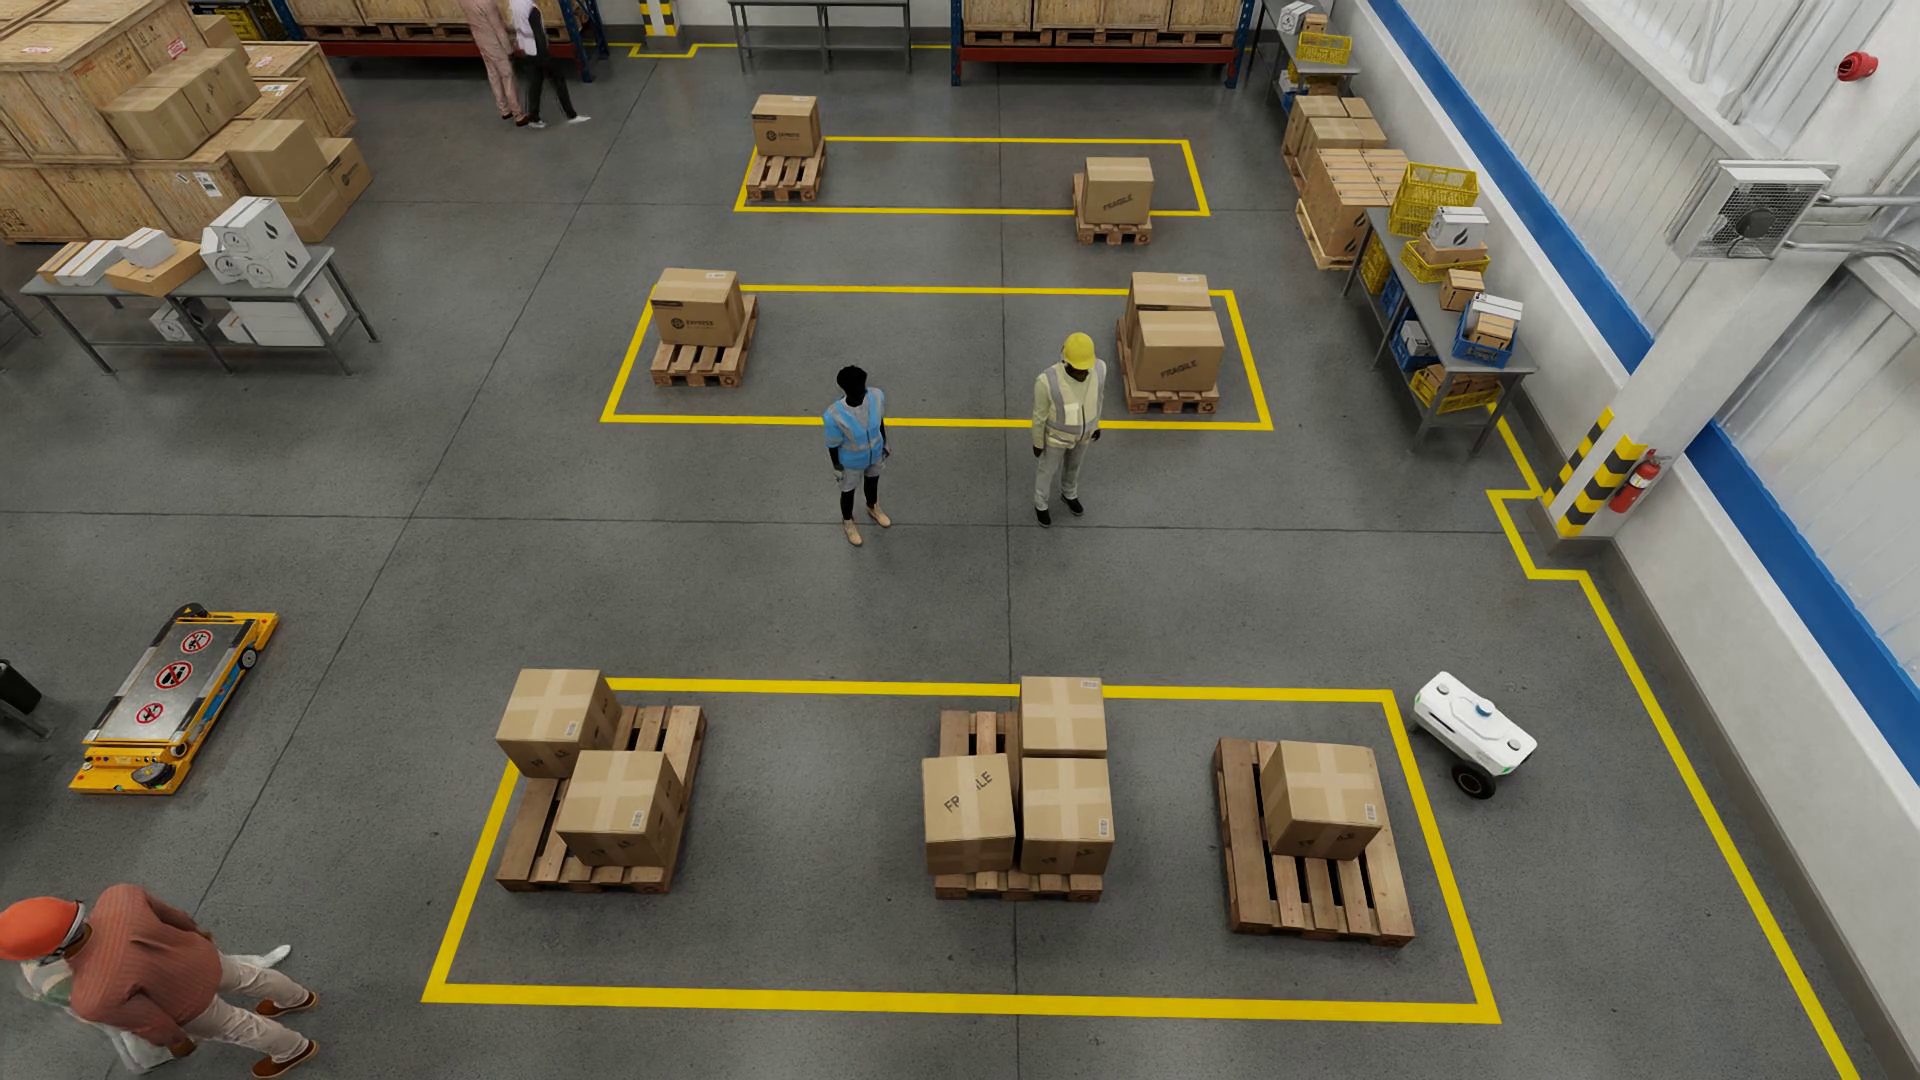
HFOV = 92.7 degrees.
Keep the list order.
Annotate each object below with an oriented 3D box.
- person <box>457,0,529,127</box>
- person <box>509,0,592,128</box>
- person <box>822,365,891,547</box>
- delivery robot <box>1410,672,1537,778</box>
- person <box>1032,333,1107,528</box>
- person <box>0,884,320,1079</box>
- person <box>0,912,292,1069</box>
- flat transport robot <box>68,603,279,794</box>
[{"bbox_3d":[-5.890,-6.287,11.616,0.644,1.898,0.398,31,56,23],"label":"person"},{"bbox_3d":[-5.345,-6.121,11.500,0.878,1.885,0.665,-37,59,-27],"label":"person"},{"bbox_3d":[-0.759,-0.647,6.968,0.540,1.695,0.317,-33,57,-25],"label":"person"},{"bbox_3d":[3.386,1.220,6.073,0.477,0.478,0.707,-31,56,-23],"label":"delivery robot"},{"bbox_3d":[0.833,-0.834,7.039,0.599,1.830,0.404,-19,52,-16],"label":"person"},{"bbox_3d":[-3.764,2.143,4.414,0.382,1.993,0.622,-17,52,-14],"label":"person"},{"bbox_3d":[-4.219,2.194,4.629,0.812,1.591,0.529,-34,58,-25],"label":"person"},{"bbox_3d":[-5.504,1.072,6.442,0.652,0.197,1.431,1,50,1],"label":"flat transport robot"}]
